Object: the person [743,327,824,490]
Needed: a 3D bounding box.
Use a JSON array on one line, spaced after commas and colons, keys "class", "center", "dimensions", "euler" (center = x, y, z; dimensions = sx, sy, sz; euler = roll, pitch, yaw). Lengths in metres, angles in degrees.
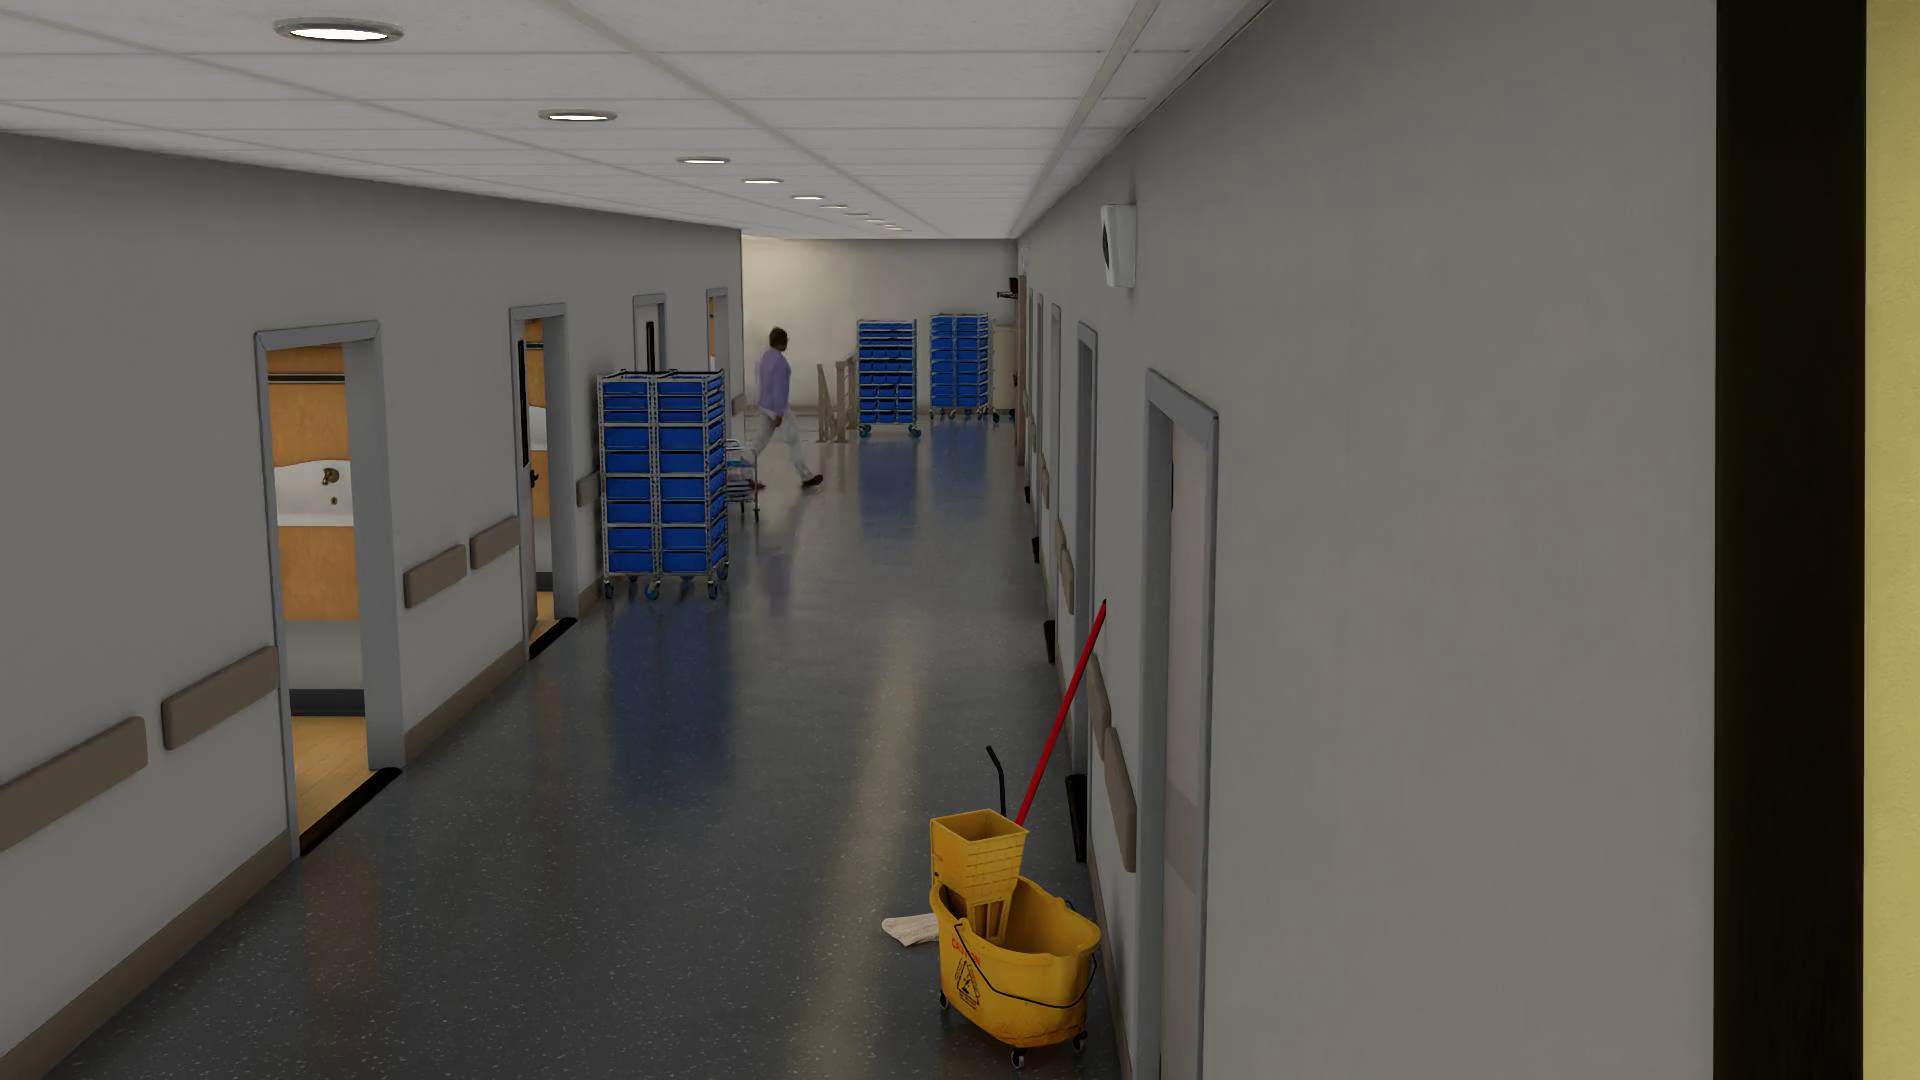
[{"class": "person", "center": [-2.138, -1.512, 19.249], "dimensions": [1.009, 1.888, 0.625], "euler": [-6, 11, -32]}]
